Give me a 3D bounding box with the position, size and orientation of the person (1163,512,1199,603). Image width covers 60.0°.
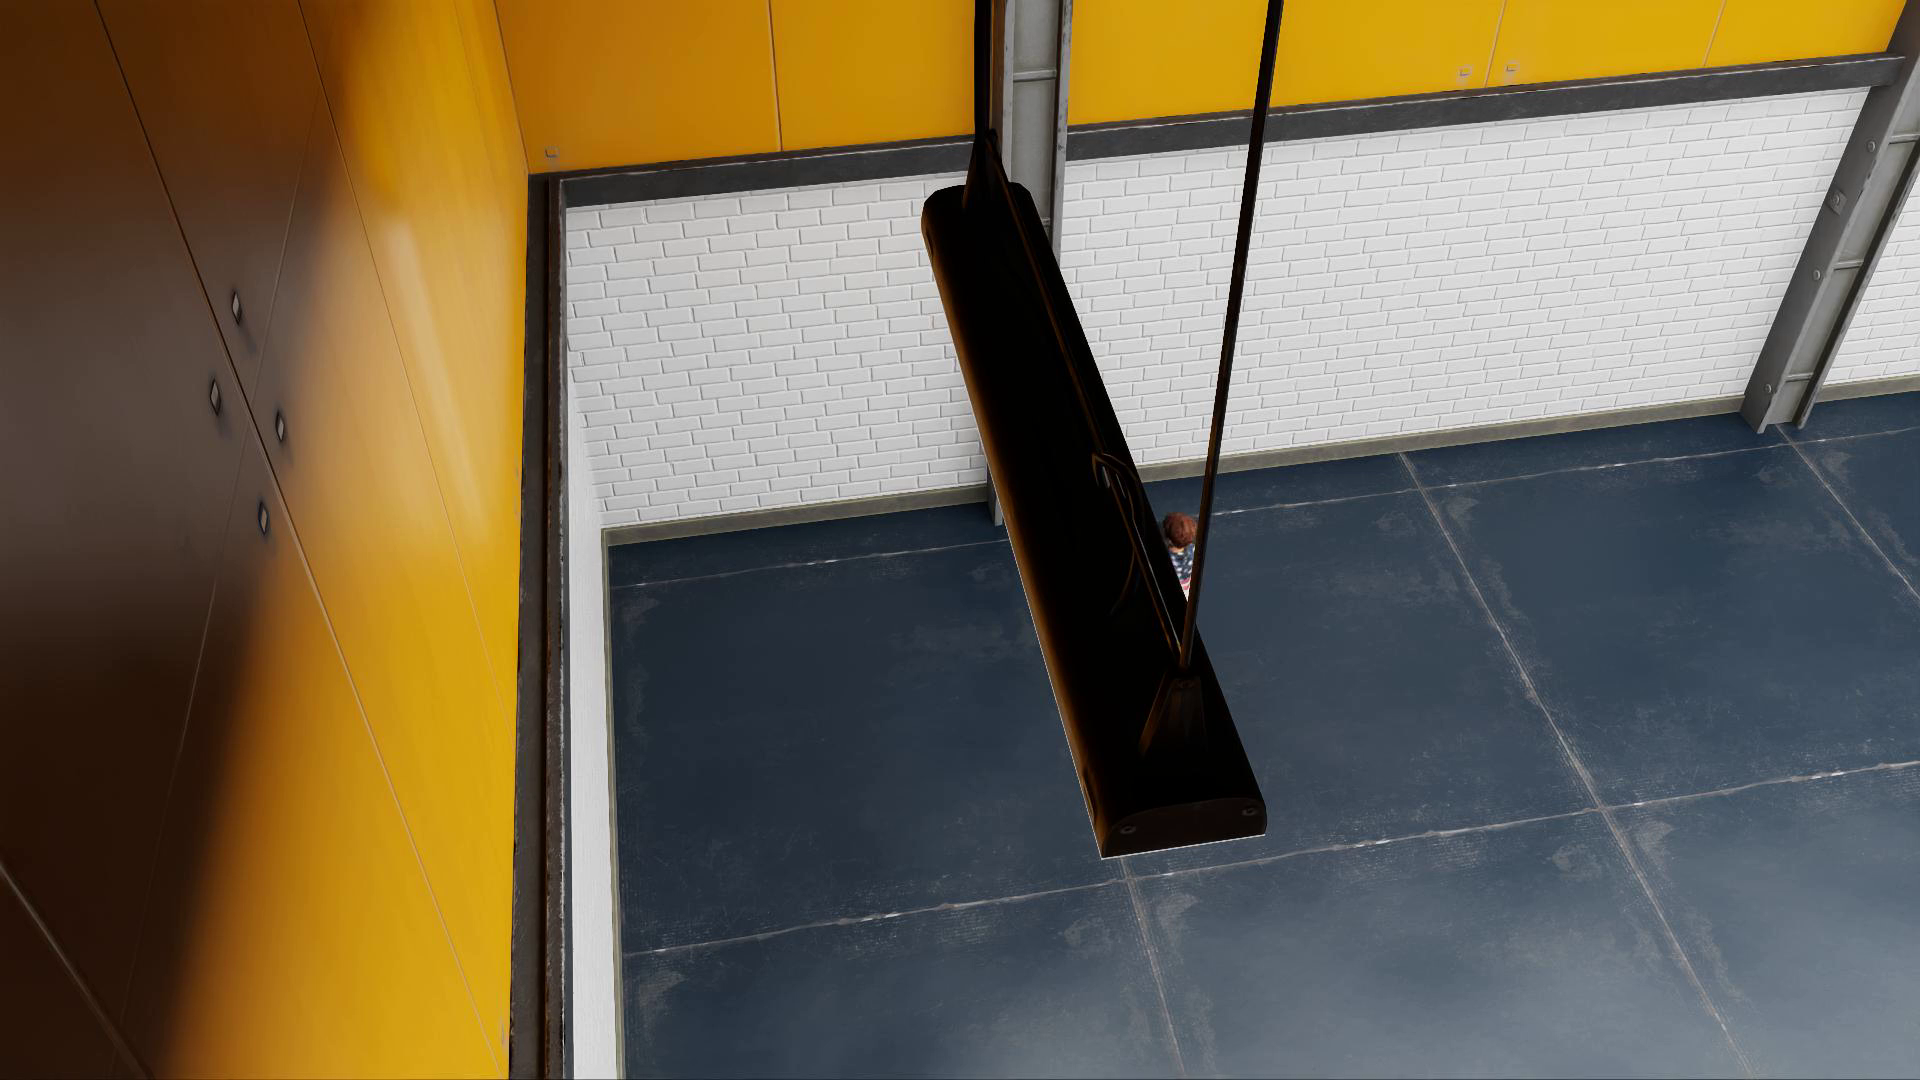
[{"bbox_3d":[1.341,0.378,10.538,0.553,1.439,0.650,-30,51,-28],"label":"person"}]
